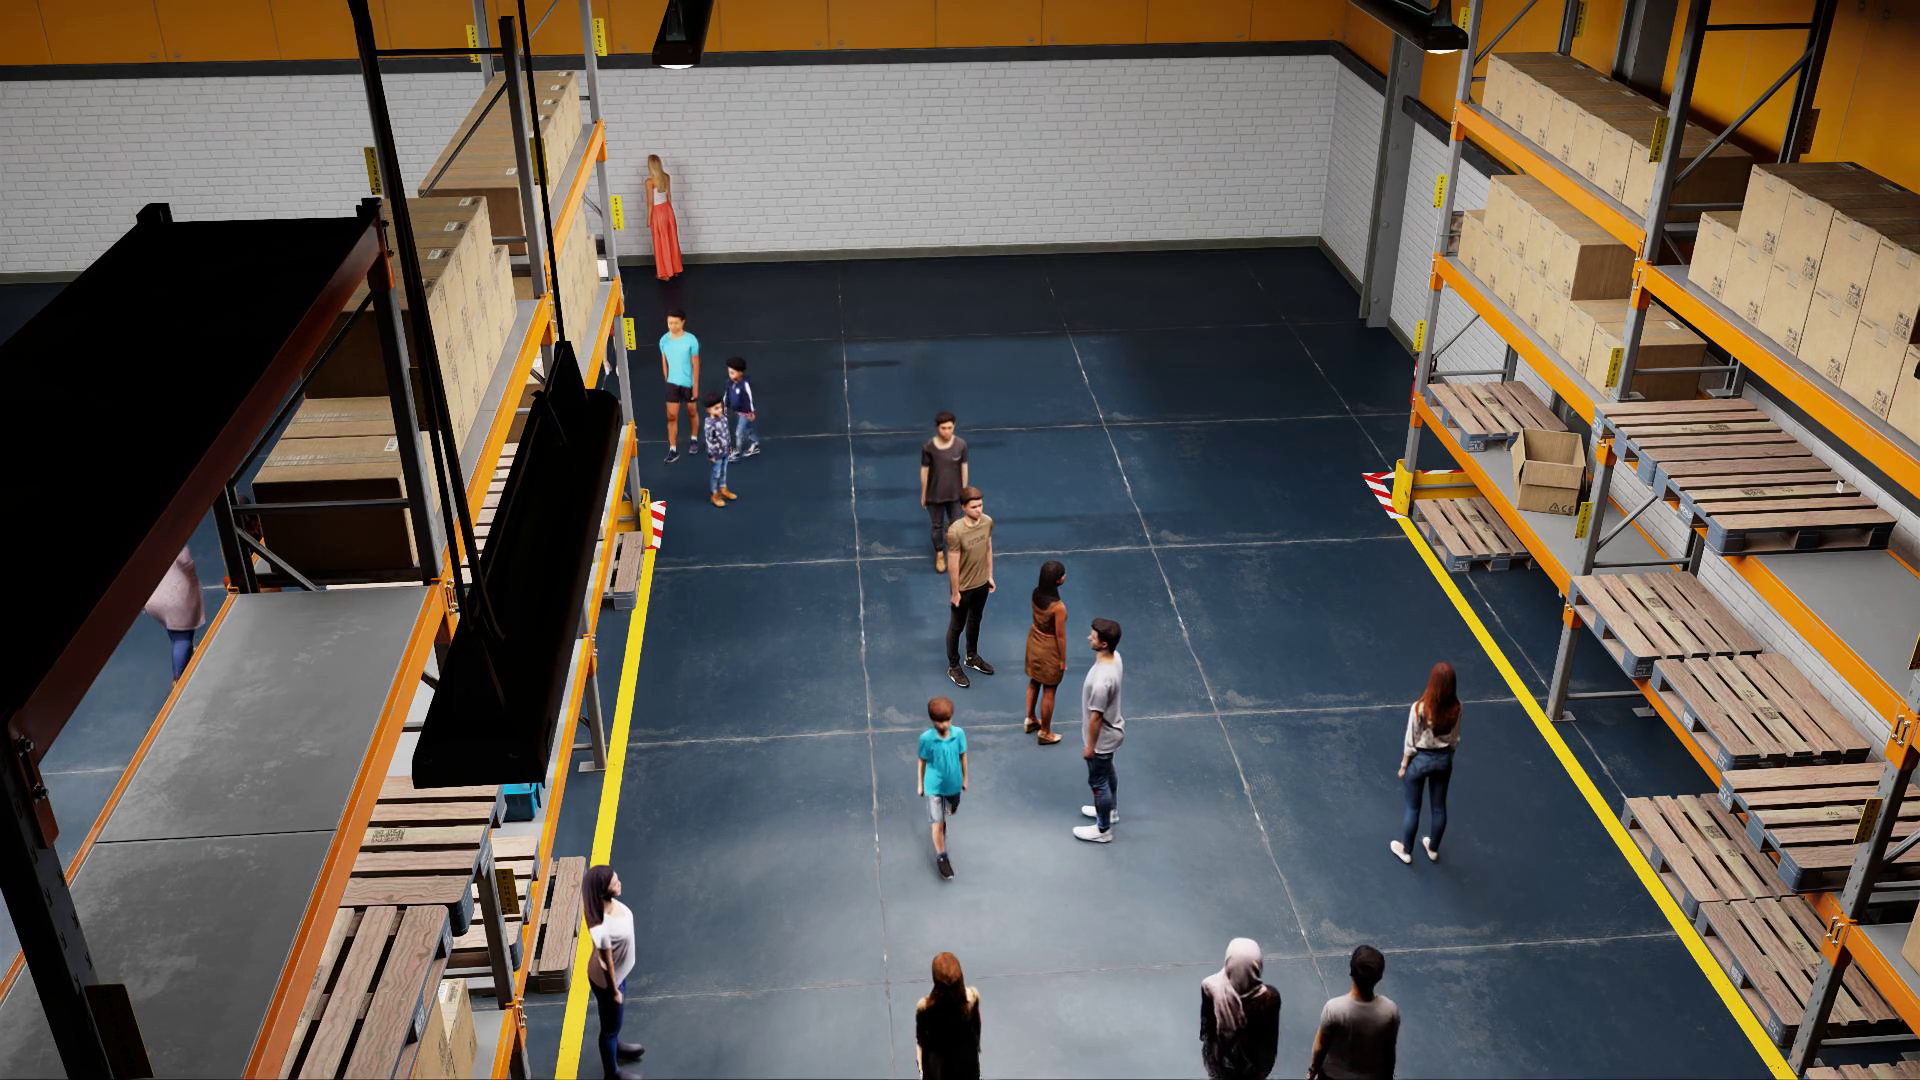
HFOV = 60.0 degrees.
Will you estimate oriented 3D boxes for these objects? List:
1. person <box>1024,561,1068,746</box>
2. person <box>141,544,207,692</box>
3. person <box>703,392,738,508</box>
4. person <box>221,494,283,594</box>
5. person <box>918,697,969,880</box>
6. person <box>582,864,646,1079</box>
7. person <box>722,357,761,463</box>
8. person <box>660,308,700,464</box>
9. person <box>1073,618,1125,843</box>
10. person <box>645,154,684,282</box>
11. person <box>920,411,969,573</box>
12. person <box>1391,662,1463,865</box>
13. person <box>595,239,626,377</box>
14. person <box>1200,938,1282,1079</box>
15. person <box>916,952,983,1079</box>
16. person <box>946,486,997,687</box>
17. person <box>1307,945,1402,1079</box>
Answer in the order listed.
[{"bbox_3d":[0.704,0.916,13.666,0.700,1.684,0.589,-17,33,-28],"label":"person"},{"bbox_3d":[-6.824,0.544,14.327,0.724,1.706,1.091,-1,29,-1],"label":"person"},{"bbox_3d":[-2.559,-0.977,17.591,0.638,1.250,0.561,16,33,27],"label":"person"},{"bbox_3d":[-6.188,0.367,14.636,0.759,1.721,0.722,-13,31,-22],"label":"person"},{"bbox_3d":[-0.145,1.757,12.397,0.666,1.425,0.980,-9,30,-16],"label":"person"},{"bbox_3d":[-2.192,2.714,10.375,0.664,1.680,0.481,-5,29,-9],"label":"person"},{"bbox_3d":[-2.377,-1.485,18.574,0.782,1.200,0.777,-21,35,-33],"label":"person"},{"bbox_3d":[-3.044,-1.772,18.526,0.755,1.750,0.963,4,29,8],"label":"person"},{"bbox_3d":[1.079,1.424,12.524,0.783,1.887,0.613,5,29,10],"label":"person"},{"bbox_3d":[-4.245,-4.592,23.643,0.790,1.801,0.719,19,34,31],"label":"person"},{"bbox_3d":[-0.169,-0.522,16.280,0.615,1.706,0.596,-2,29,-4],"label":"person"},{"bbox_3d":[3.468,1.645,12.284,0.572,1.728,0.499,-3,29,-6],"label":"person"},{"bbox_3d":[-4.351,-2.883,20.562,0.669,1.750,0.655,10,30,17],"label":"person"},{"bbox_3d":[1.629,3.065,9.793,0.703,1.622,0.815,4,29,7],"label":"person"},{"bbox_3d":[-0.033,3.108,9.739,0.624,1.598,1.021,-5,29,-10],"label":"person"},{"bbox_3d":[0.079,0.365,14.504,0.753,1.851,0.779,-23,36,-36],"label":"person"},{"bbox_3d":[2.275,3.131,9.594,0.721,1.696,0.963,0,29,-1],"label":"person"}]
